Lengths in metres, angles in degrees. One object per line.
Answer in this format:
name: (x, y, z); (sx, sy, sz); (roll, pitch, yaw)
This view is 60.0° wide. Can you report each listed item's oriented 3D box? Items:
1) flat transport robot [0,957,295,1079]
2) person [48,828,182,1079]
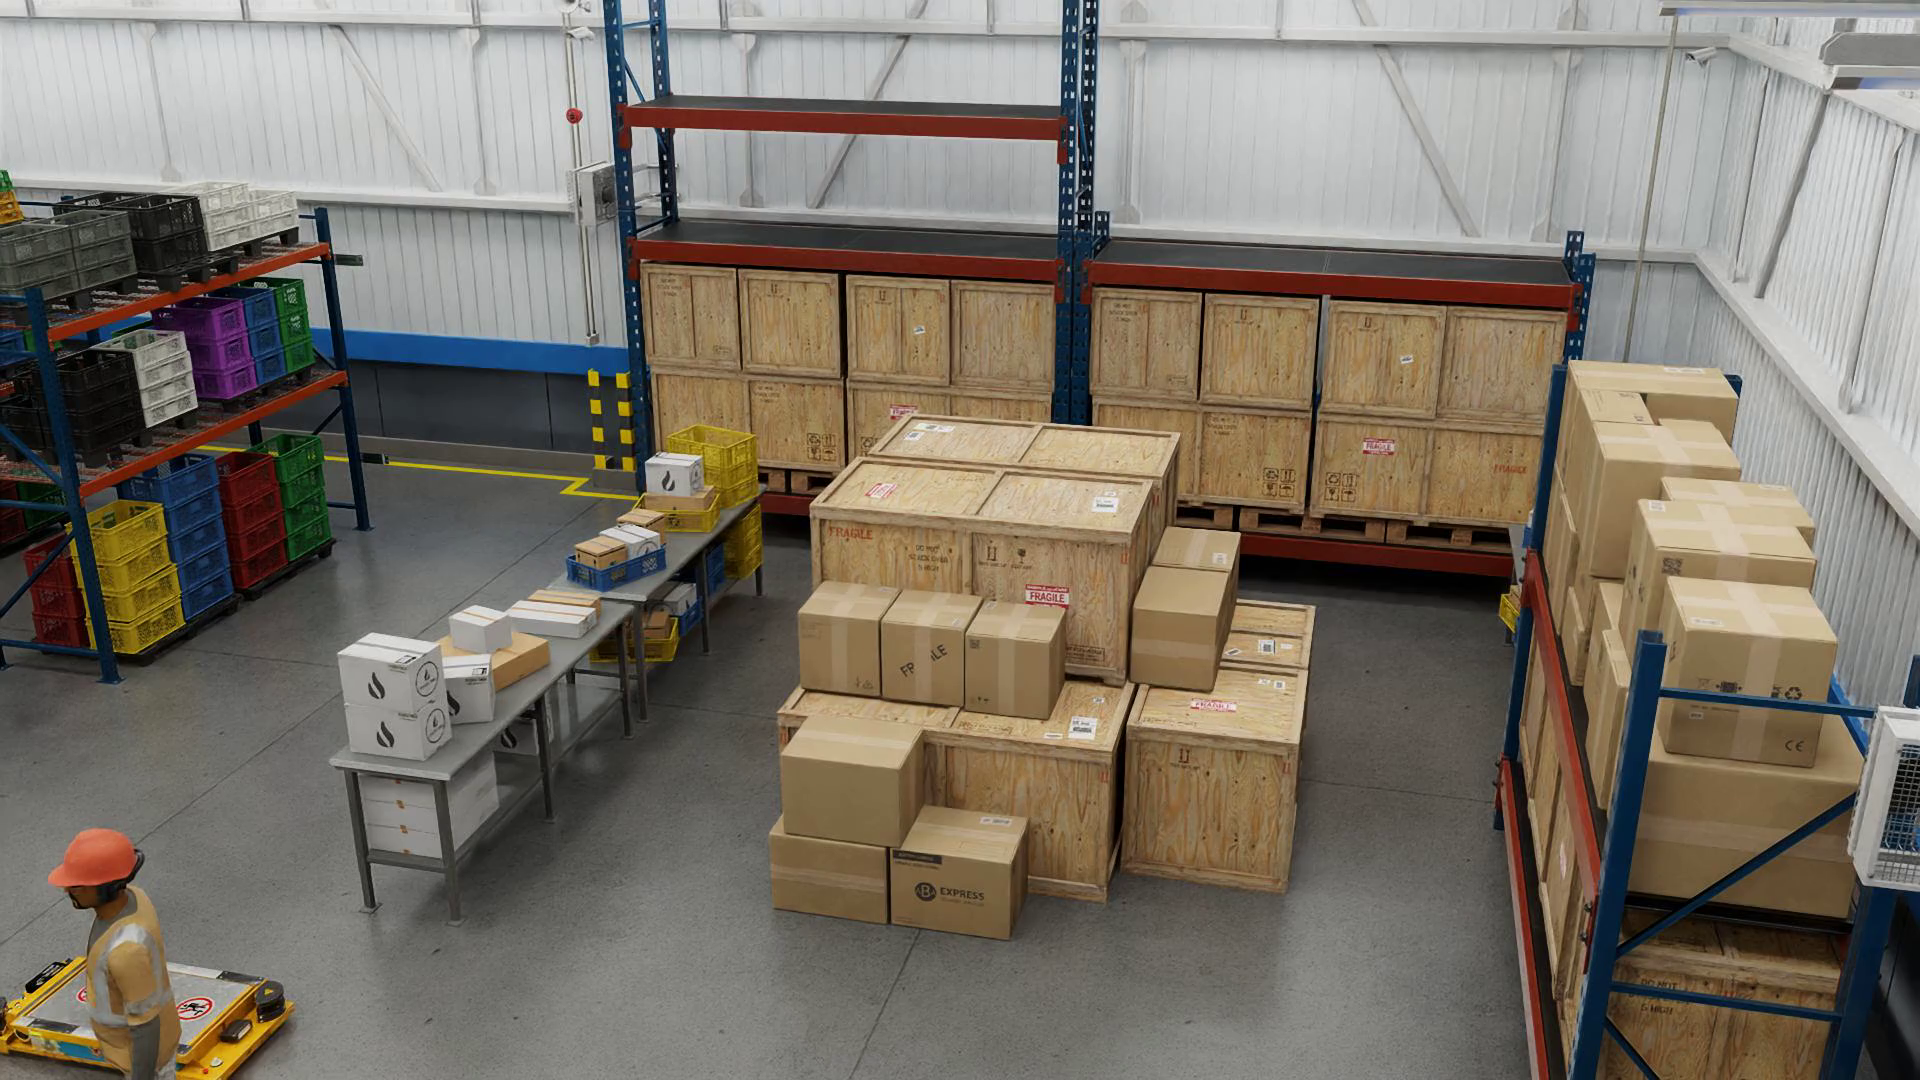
flat transport robot: (-4.270, 2.464, 8.601); (1.431, 0.231, 0.659); (5, 22, 13)
person: (-3.482, 2.119, 7.016); (0.366, 2.048, 0.606); (-12, 24, -28)
